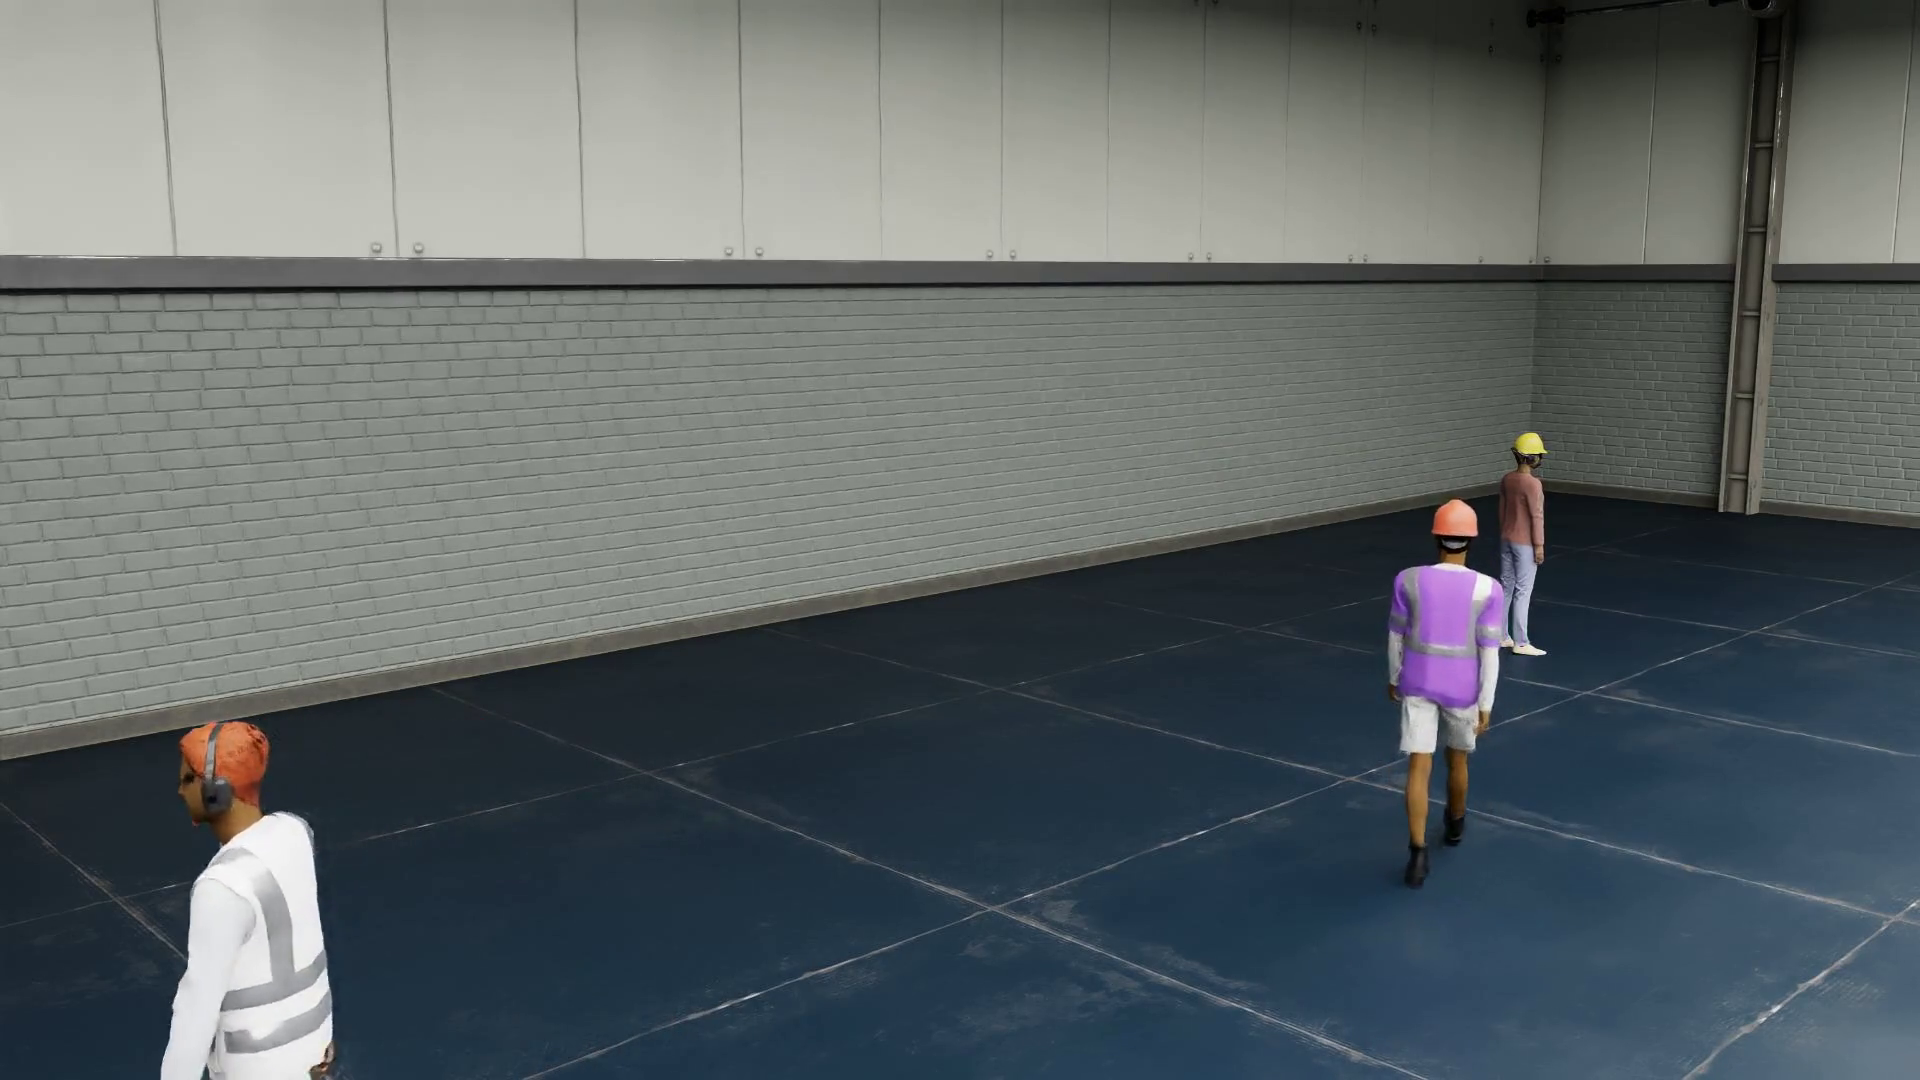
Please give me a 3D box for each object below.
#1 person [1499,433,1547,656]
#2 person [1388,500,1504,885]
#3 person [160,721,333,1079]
[{"bbox_3d":[4.475,0.031,13.227,0.314,1.769,0.524,-2,9,-14],"label":"person"},{"bbox_3d":[2.461,0.734,8.484,0.564,1.881,1.009,3,10,20],"label":"person"},{"bbox_3d":[-2.007,1.398,4.489,0.935,1.840,0.599,-1,9,-6],"label":"person"}]
